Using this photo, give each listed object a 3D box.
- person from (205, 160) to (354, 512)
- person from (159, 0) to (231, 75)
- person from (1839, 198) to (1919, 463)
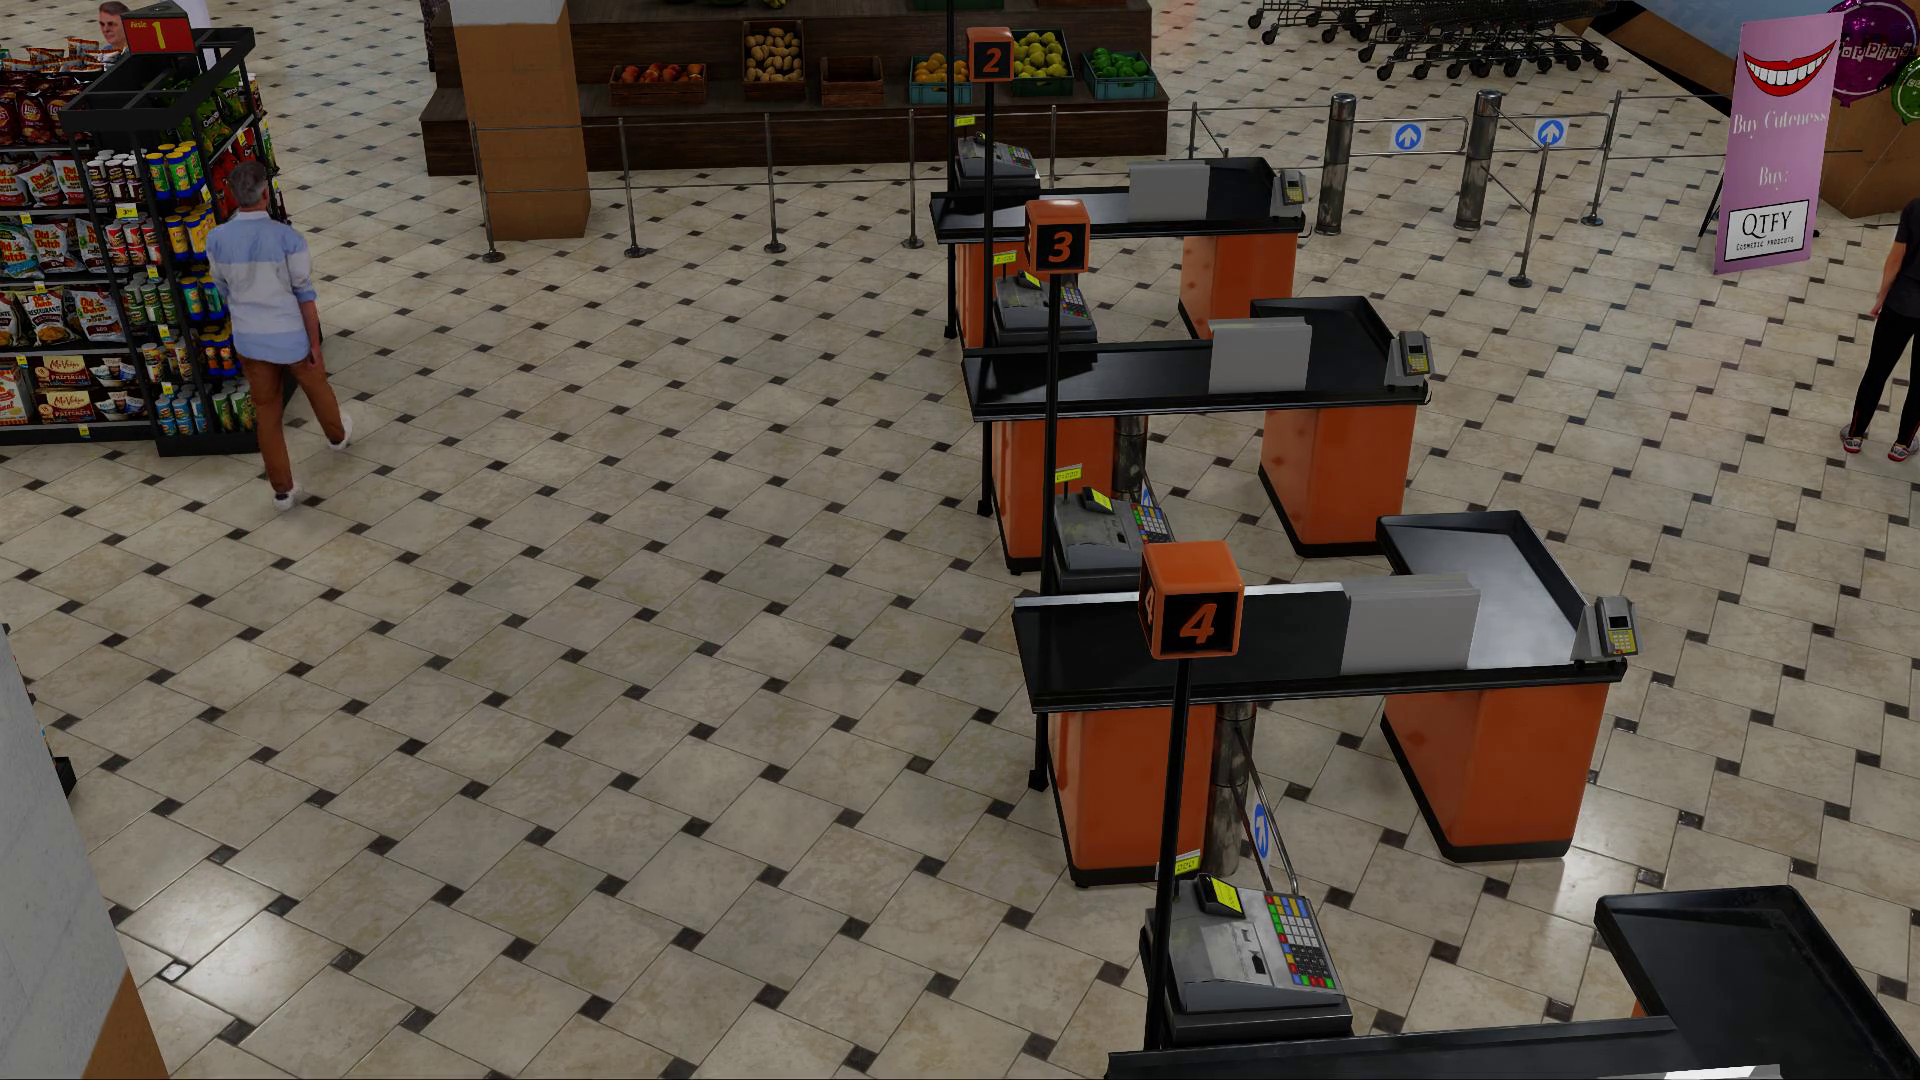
[{"bbox_3d":[-3.563,-1.005,8.593,1.072,1.777,0.765,-4,32,-6],"label":"person"},{"bbox_3d":[-7.164,-5.211,15.212,0.842,1.927,0.802,-27,41,-36],"label":"person"},{"bbox_3d":[5.213,-1.263,9.020,0.680,1.765,0.779,17,36,25],"label":"person"}]
